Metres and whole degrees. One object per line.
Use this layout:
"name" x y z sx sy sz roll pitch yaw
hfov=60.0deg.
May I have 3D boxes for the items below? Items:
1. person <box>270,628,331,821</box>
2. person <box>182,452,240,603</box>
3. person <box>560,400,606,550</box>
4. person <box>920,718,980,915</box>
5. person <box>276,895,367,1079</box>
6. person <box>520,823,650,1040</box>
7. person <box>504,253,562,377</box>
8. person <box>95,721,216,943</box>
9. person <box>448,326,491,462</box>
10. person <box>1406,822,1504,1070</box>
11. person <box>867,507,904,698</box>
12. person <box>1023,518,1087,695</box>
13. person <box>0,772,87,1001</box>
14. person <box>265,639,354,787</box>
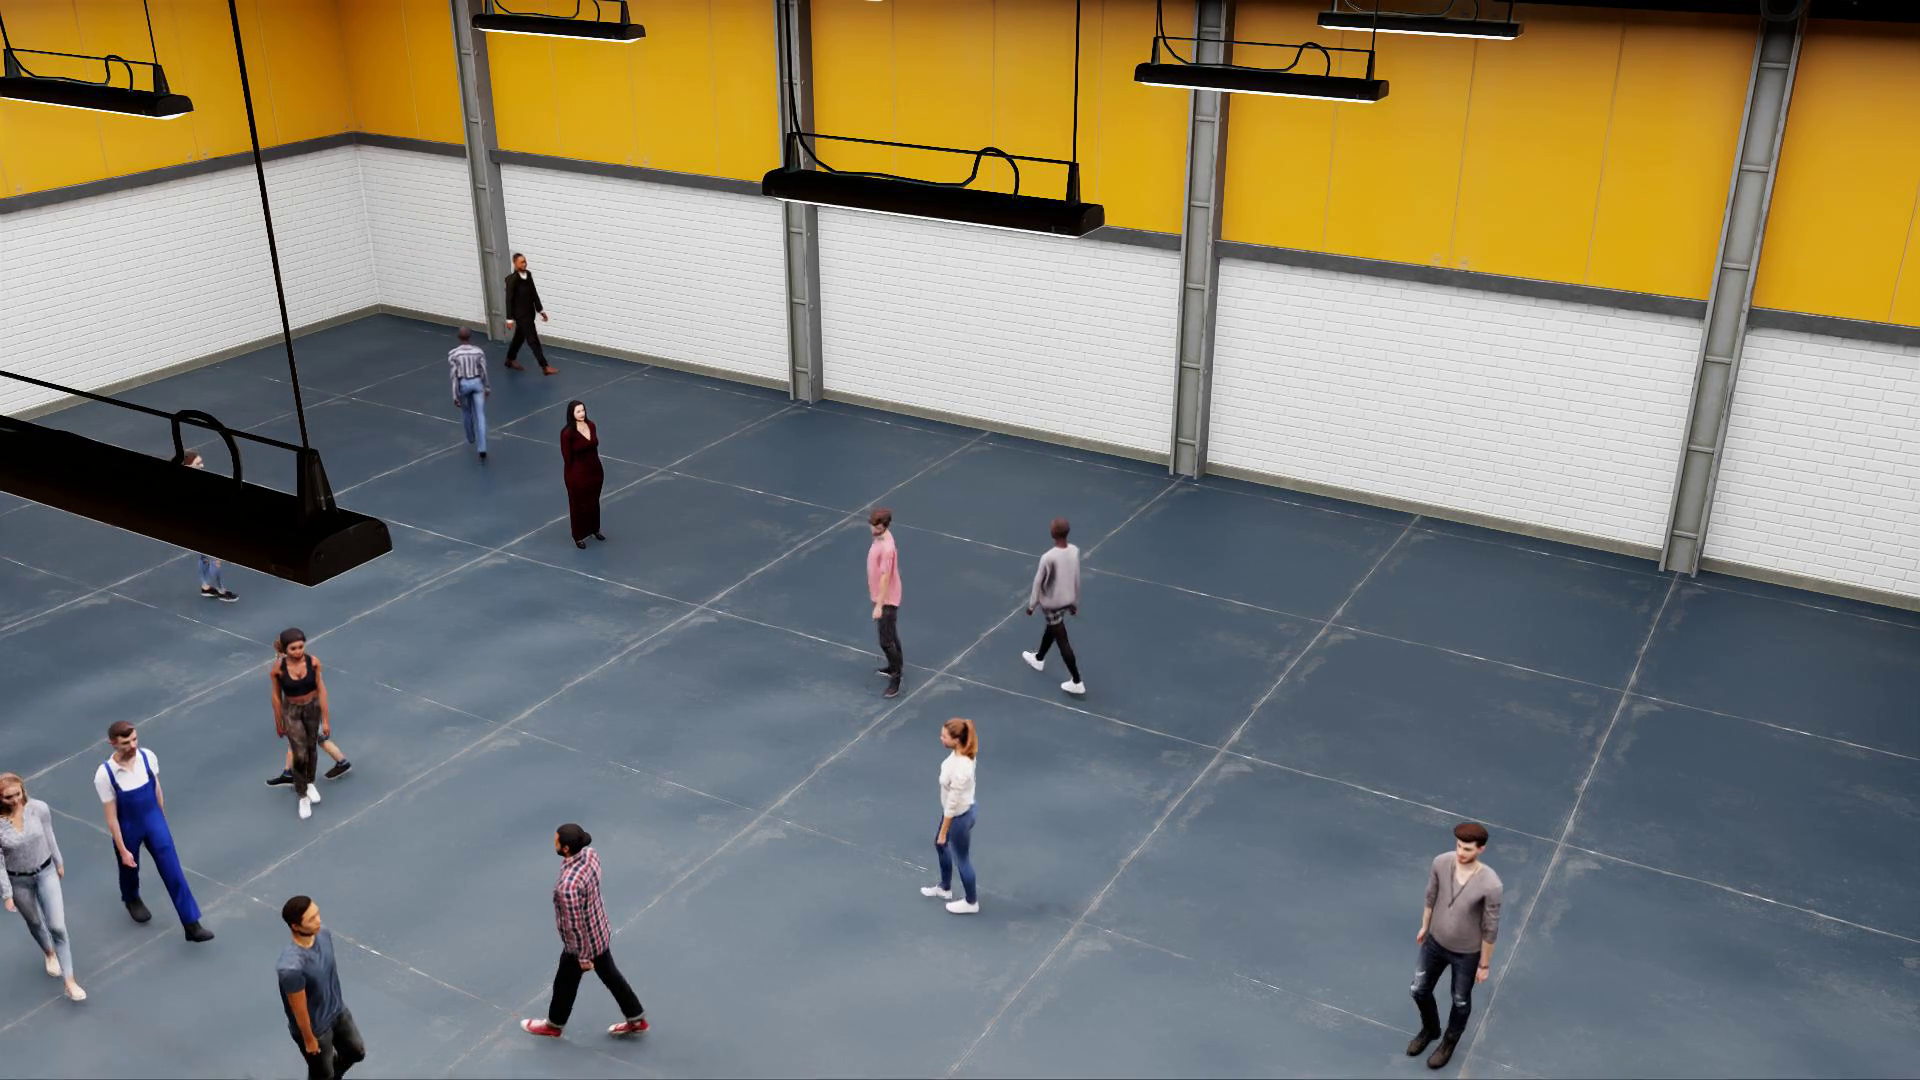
"person" -5.608 1.469 14.142 0.740 1.674 0.844 -14 27 -30
"person" -8.182 -0.141 17.821 0.851 1.677 0.767 4 24 10
"person" -4.361 -0.779 19.180 0.599 1.758 0.665 15 28 30
"person" 0.072 2.104 12.640 0.836 1.715 0.780 2 24 6
"person" -4.131 3.005 10.475 0.772 1.798 0.751 4 24 10
"person" -2.471 2.694 11.276 1.234 1.726 0.985 3 24 8
"person" -6.628 -3.370 25.002 1.363 1.843 0.803 9 25 20
"person" -6.188 2.154 12.423 1.324 1.797 0.789 18 30 36
"person" -6.355 -1.870 21.708 1.117 1.732 1.272 -10 25 -21
"person" 3.359 2.664 11.130 0.654 1.897 0.832 21 31 40
"person" -0.688 0.548 15.929 0.878 1.931 0.832 0 24 1
"person" 0.992 0.662 15.916 0.884 1.731 1.227 -19 30 -37
"person" -6.665 2.411 11.883 0.849 1.758 1.095 -17 29 -34
"person" -5.634 1.478 14.443 0.877 1.417 0.970 -16 28 -32
